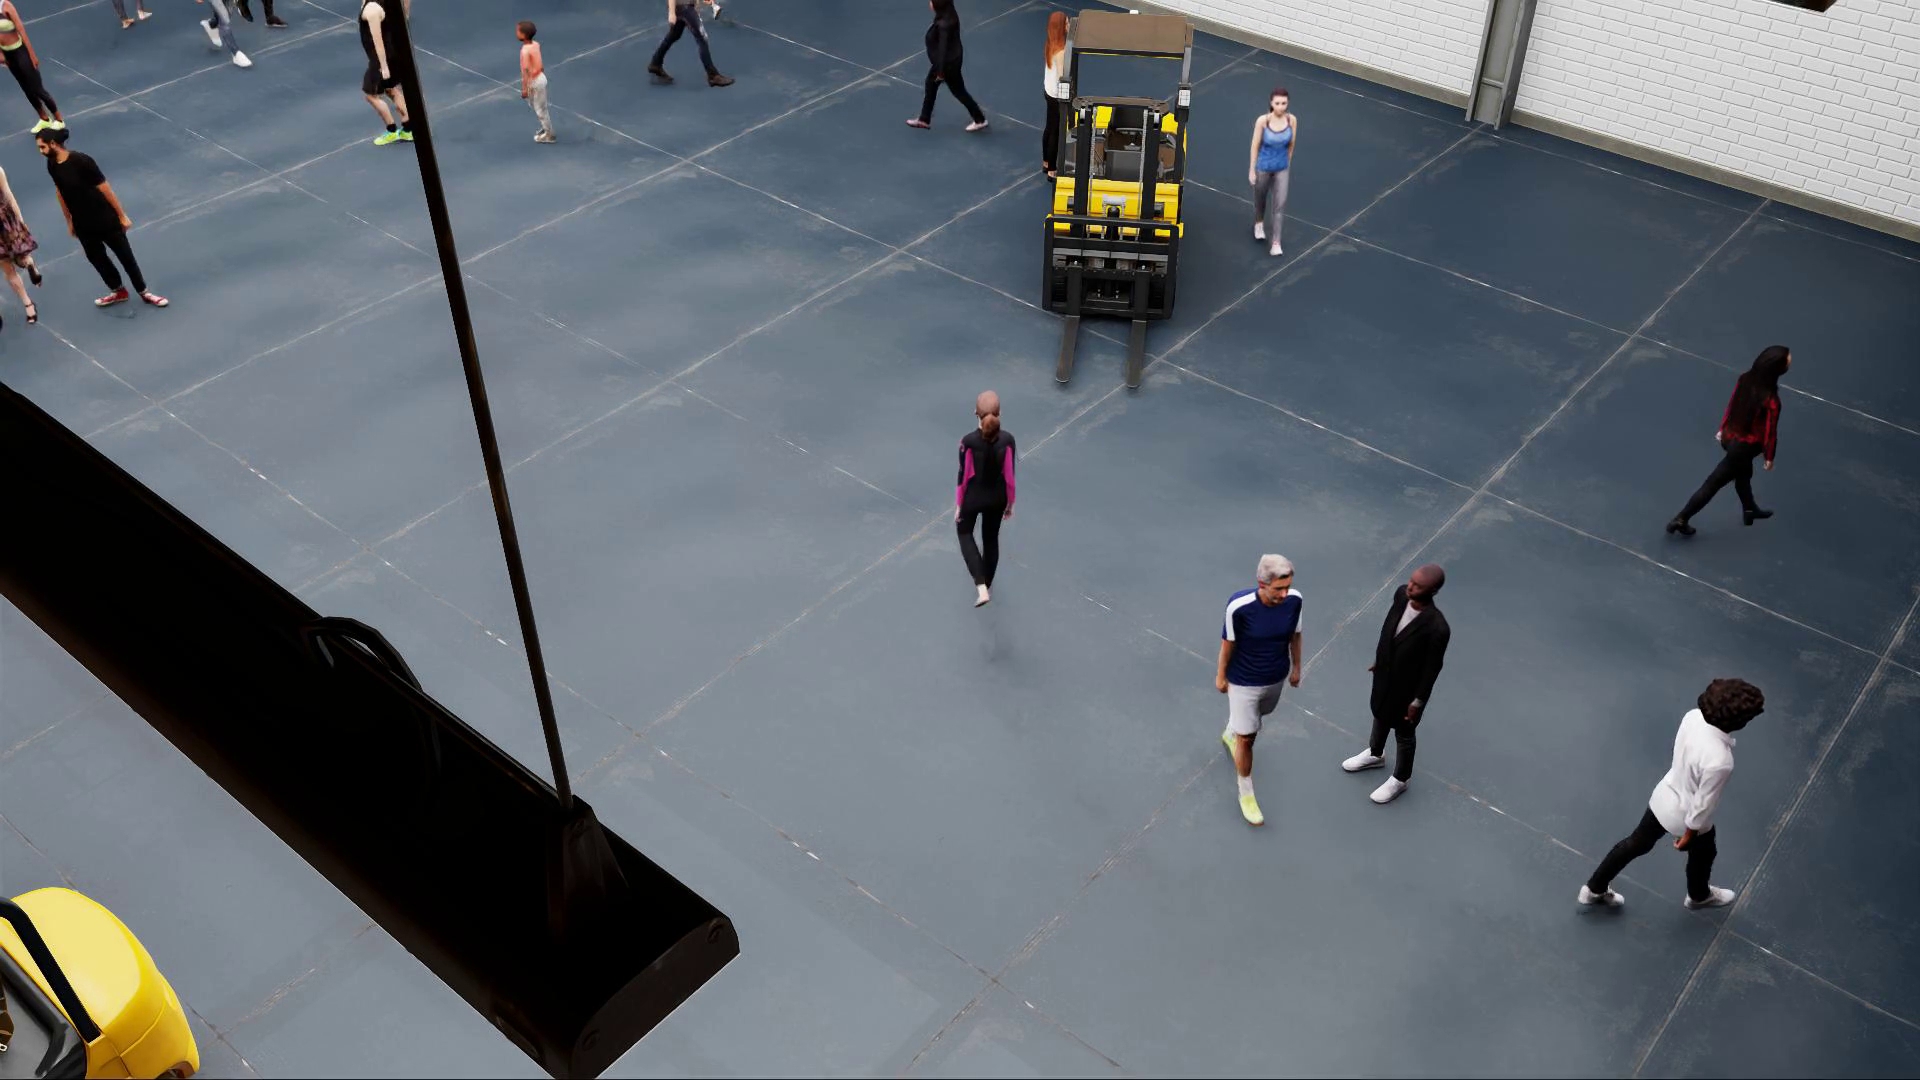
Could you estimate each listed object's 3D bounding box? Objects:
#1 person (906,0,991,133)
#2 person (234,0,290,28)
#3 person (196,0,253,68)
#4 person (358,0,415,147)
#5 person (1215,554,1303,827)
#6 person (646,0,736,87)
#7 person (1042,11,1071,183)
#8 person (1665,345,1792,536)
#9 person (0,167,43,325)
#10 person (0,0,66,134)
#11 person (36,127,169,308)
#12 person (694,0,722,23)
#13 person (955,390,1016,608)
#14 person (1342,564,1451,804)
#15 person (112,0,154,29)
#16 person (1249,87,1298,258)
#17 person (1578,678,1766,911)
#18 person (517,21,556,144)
[{"bbox_3d":[-0.044,-4.981,17.423,1.206,1.570,1.100,0,39,0],"label":"person"},{"bbox_3d":[-8.489,-6.991,19.727,0.970,1.837,0.846,12,40,15],"label":"person"},{"bbox_3d":[-8.545,-6.340,18.922,1.123,1.823,0.711,25,45,28],"label":"person"},{"bbox_3d":[-5.904,-4.996,17.197,0.892,1.877,0.805,-9,39,-11],"label":"person"},{"bbox_3d":[1.768,0.760,10.043,0.972,1.809,1.127,-12,40,-14],"label":"person"},{"bbox_3d":[-3.146,-5.901,18.337,1.313,1.868,1.194,0,39,0],"label":"person"},{"bbox_3d":[0.962,-4.430,16.612,0.708,1.722,0.627,-7,39,-9],"label":"person"},{"bbox_3d":[5.525,-0.650,11.964,1.079,1.615,1.052,-5,39,-7],"label":"person"},{"bbox_3d":[-8.329,-2.736,14.459,0.868,1.761,0.958,-9,39,-11],"label":"person"},{"bbox_3d":[-9.833,-5.074,17.405,0.658,1.739,0.753,13,41,16],"label":"person"},{"bbox_3d":[-7.505,-2.818,14.588,0.737,1.728,0.915,-4,39,-5],"label":"person"},{"bbox_3d":[-3.115,-6.815,19.962,0.716,1.268,0.575,19,43,23],"label":"person"},{"bbox_3d":[0.176,-0.216,11.324,0.798,1.735,0.881,-7,39,-9],"label":"person"},{"bbox_3d":[2.675,0.831,9.992,0.786,1.761,0.656,-15,41,-18],"label":"person"},{"bbox_3d":[-10.123,-6.956,19.750,0.758,1.753,0.820,-3,39,-3],"label":"person"},{"bbox_3d":[2.891,-3.492,15.556,1.003,1.574,1.035,-1,39,-2],"label":"person"},{"bbox_3d":[3.924,1.461,9.201,1.178,1.765,1.116,-2,39,-3],"label":"person"},{"bbox_3d":[-4.376,-4.774,17.380,0.615,1.299,0.568,4,39,4],"label":"person"}]
